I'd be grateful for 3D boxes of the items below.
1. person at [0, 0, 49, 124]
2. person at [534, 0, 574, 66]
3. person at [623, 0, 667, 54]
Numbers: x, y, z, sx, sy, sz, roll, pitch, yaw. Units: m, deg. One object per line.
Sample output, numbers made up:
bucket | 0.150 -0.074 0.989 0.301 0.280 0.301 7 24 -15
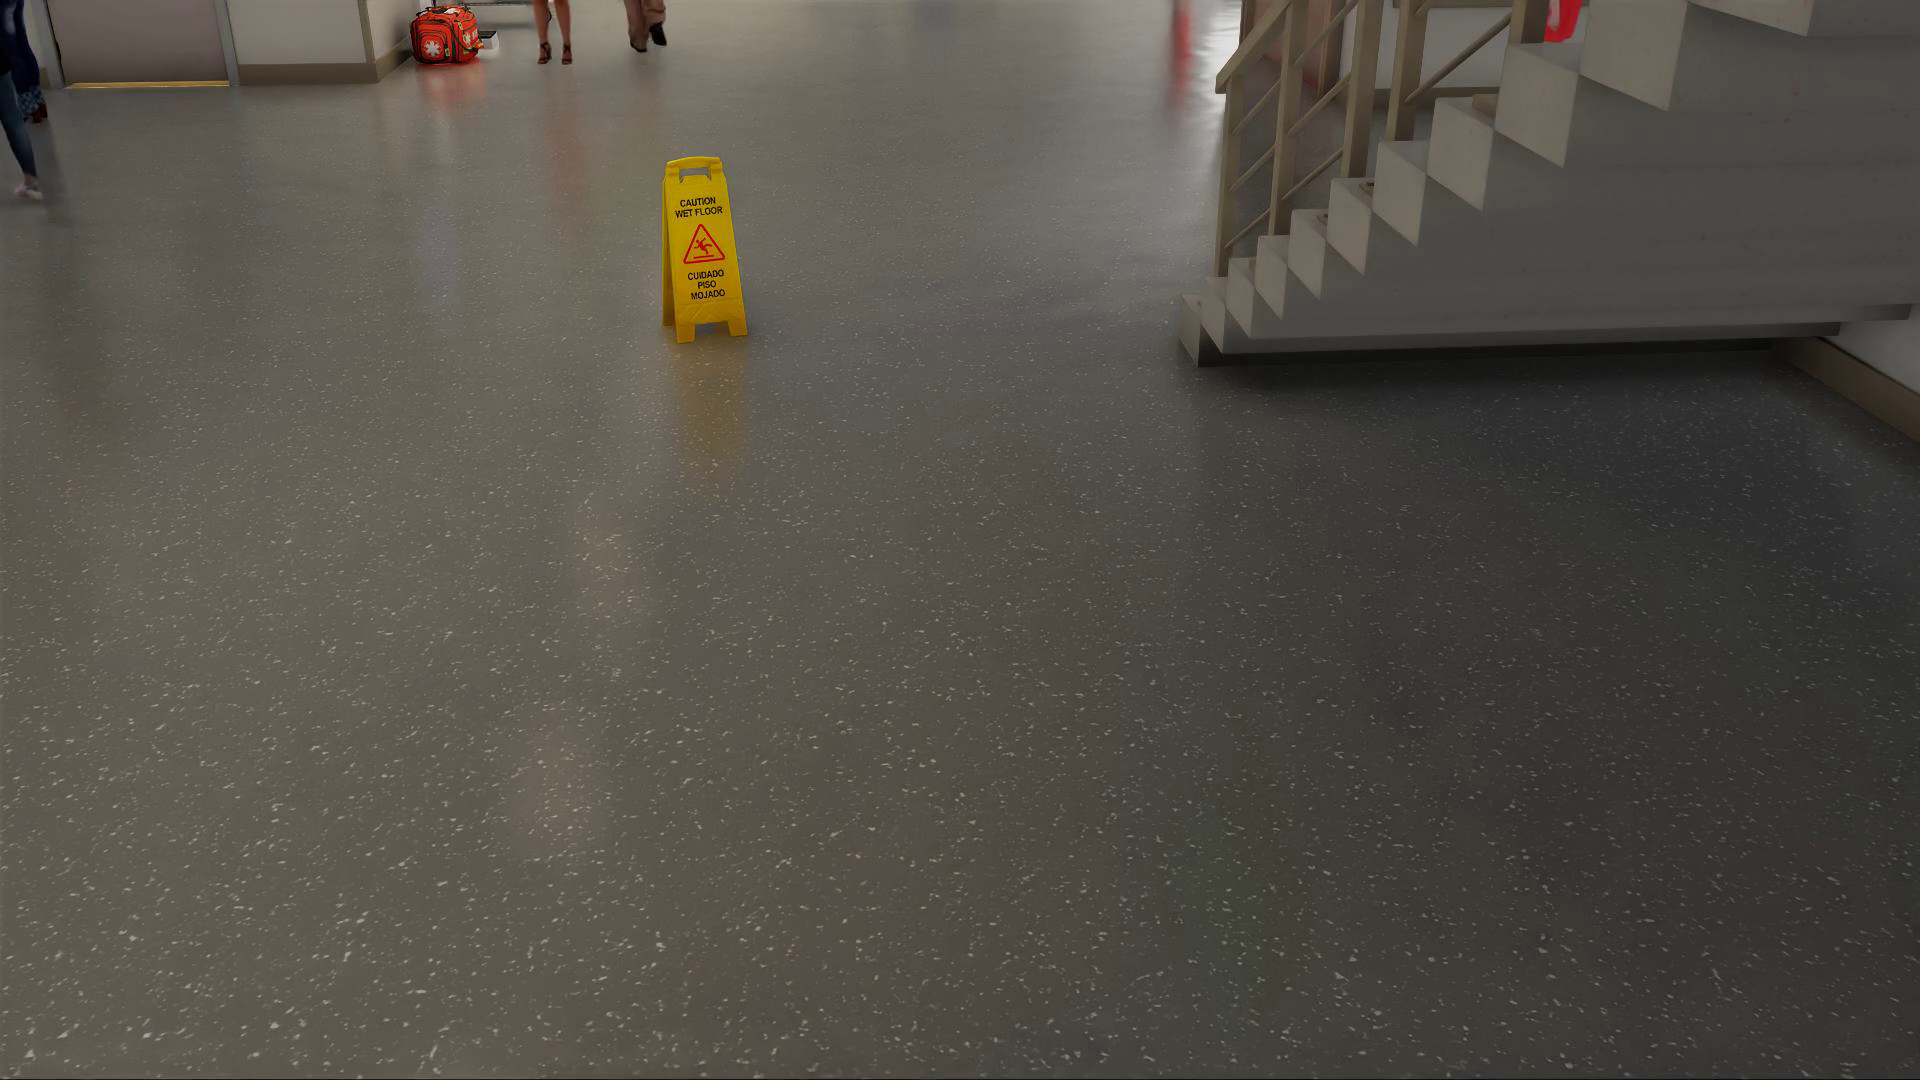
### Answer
person | -6.579 -3.705 11.411 0.654 1.625 0.469 -2 26 -4
person | -3.353 -4.756 13.481 0.586 1.721 0.563 0 26 1
person | -2.734 -4.980 13.832 0.763 1.821 0.843 -6 26 -12
